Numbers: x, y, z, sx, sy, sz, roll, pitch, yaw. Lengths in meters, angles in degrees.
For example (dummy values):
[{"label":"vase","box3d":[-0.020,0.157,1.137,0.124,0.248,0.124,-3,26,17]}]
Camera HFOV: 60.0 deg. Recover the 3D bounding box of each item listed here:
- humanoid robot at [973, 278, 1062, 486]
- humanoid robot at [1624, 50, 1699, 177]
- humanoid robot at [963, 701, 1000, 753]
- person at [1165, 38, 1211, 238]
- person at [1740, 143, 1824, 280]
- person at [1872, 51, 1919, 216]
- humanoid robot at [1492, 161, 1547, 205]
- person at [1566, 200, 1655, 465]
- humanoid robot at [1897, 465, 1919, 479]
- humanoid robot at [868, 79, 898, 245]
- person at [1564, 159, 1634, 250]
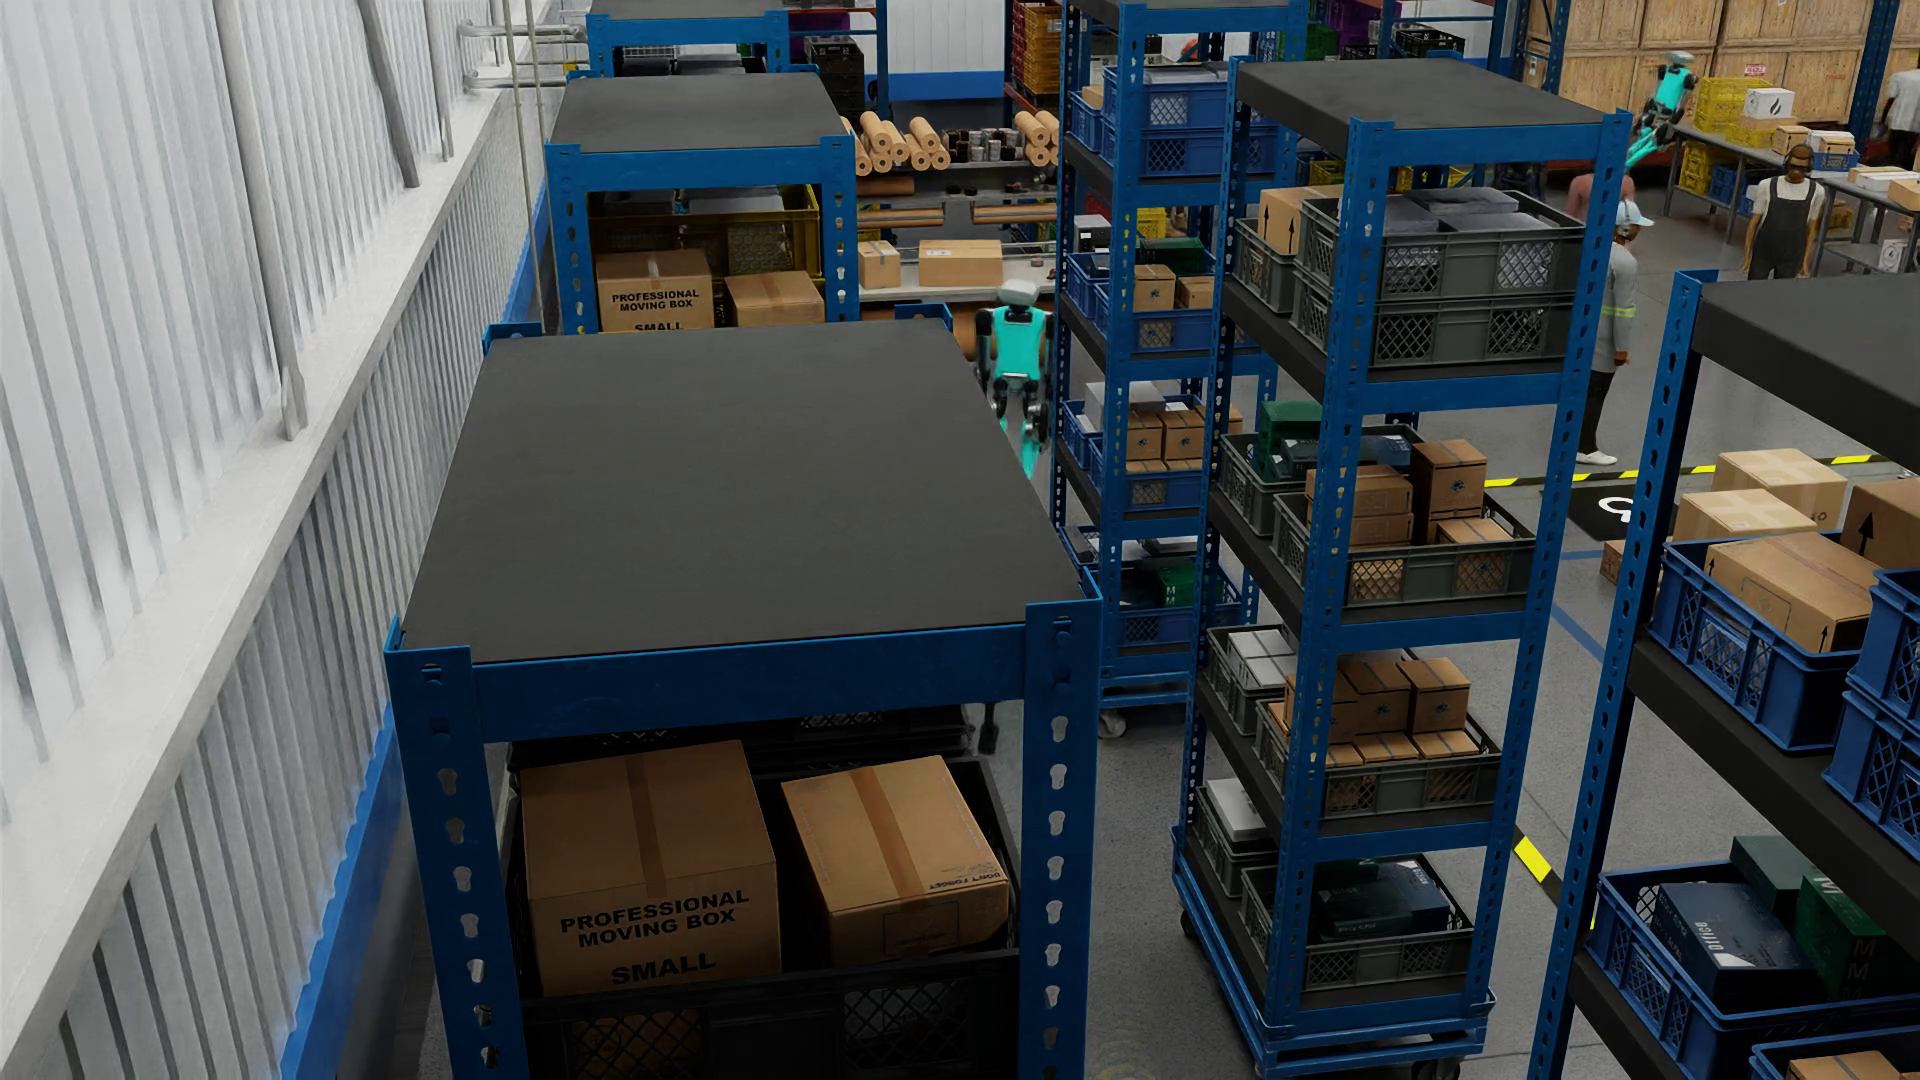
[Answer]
[{"label":"humanoid robot","box3d":[0.303,-0.601,9.913,0.531,1.782,0.998,3,25,7]},{"label":"humanoid robot","box3d":[7.458,-4.379,18.162,0.843,1.846,0.614,-8,26,-17]},{"label":"humanoid robot","box3d":[0.092,0.259,8.043,0.589,1.641,0.358,1,25,3]},{"label":"person","box3d":[2.365,-4.132,17.177,0.419,2.034,0.606,16,29,31]},{"label":"person","box3d":[6.544,-2.260,13.332,0.508,1.839,0.343,8,26,16]},{"label":"person","box3d":[10.358,-4.484,18.179,0.819,1.827,0.519,-21,32,-38]},{"label":"humanoid robot","box3d":[5.263,-3.288,15.767,0.612,1.646,0.404,-8,26,-17]},{"label":"person","box3d":[4.467,-1.436,11.526,0.384,1.850,0.597,-5,25,-12]},{"label":"humanoid robot","box3d":[6.430,-1.142,10.859,0.735,1.681,0.533,-12,27,-23]},{"label":"humanoid robot","box3d":[-0.802,-3.861,16.988,0.315,1.657,0.599,1,25,3]},{"label":"person","box3d":[5.403,-2.581,14.183,0.543,1.703,0.915,4,25,9]}]
